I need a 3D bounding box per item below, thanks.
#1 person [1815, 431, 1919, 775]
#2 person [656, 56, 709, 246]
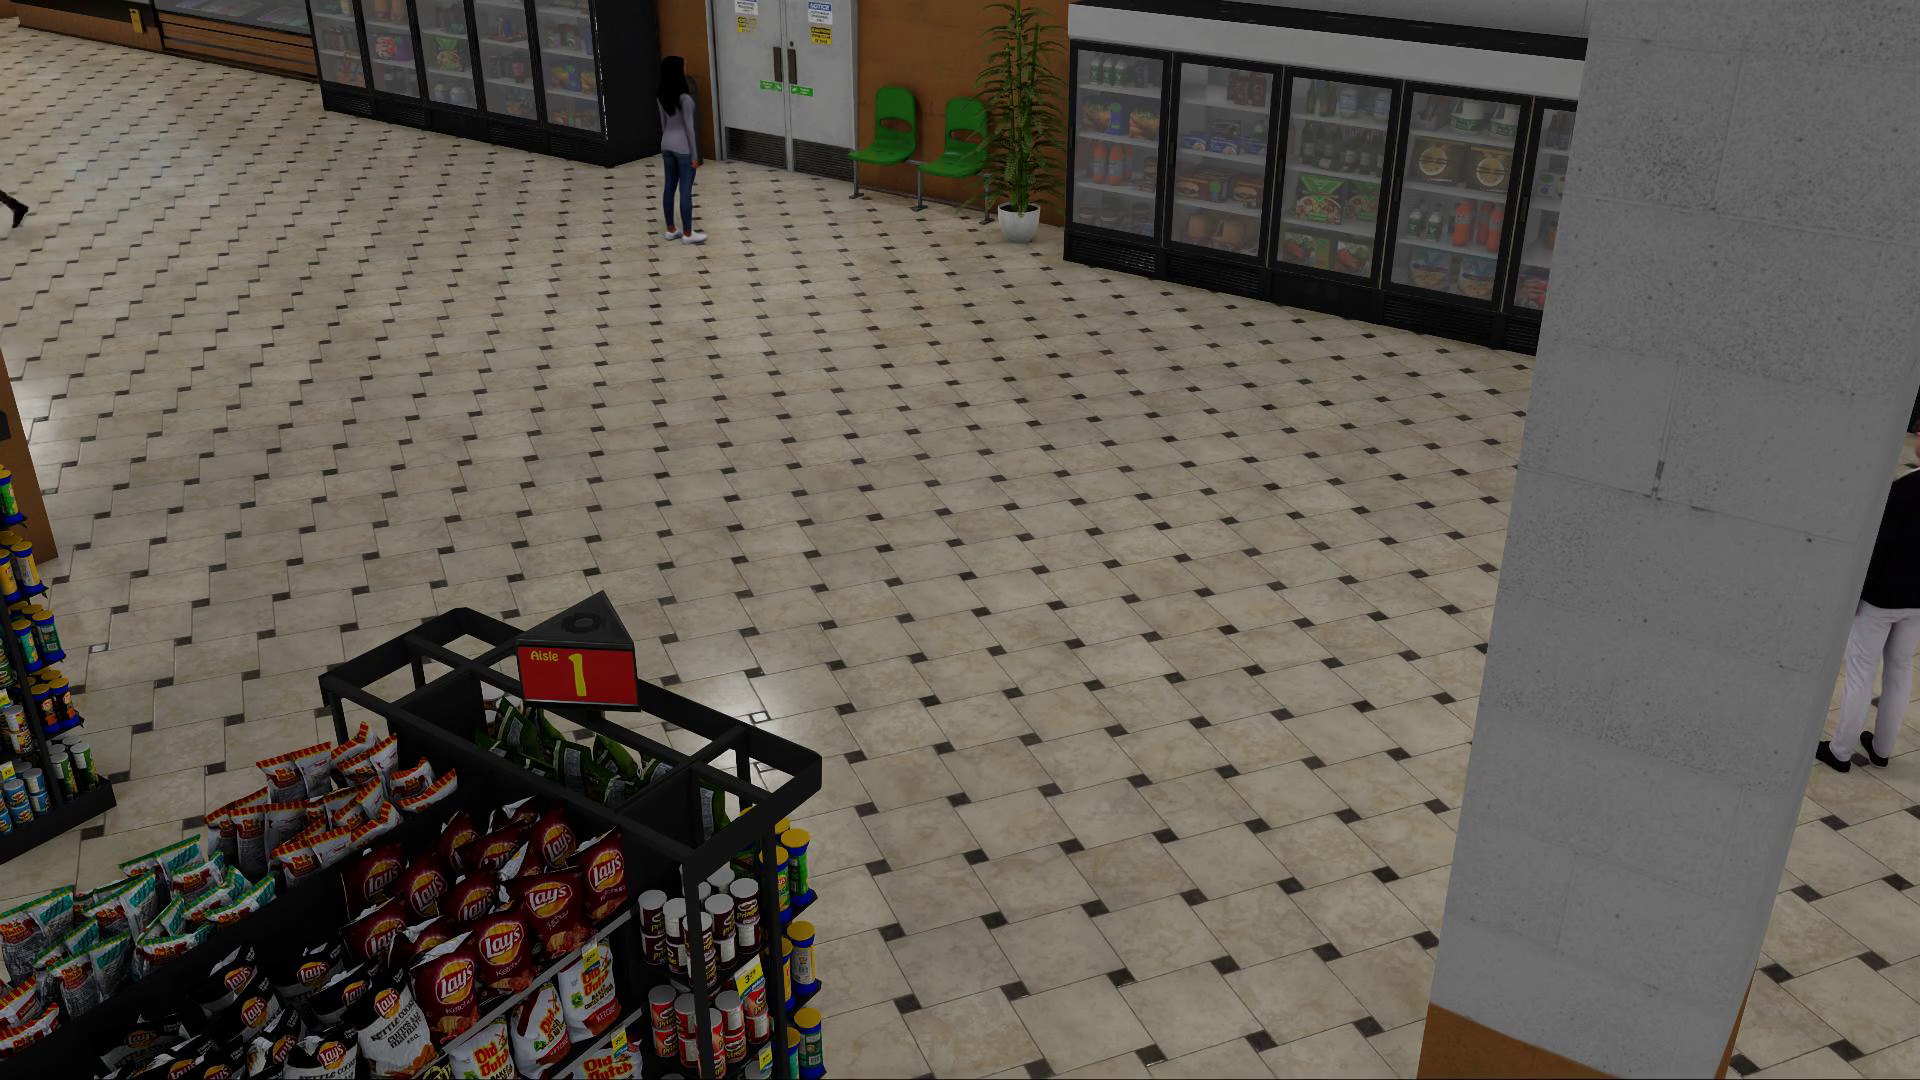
[{"bbox_3d":[4.385,0.262,7.766,0.738,1.845,0.778,-2,27,-5],"label":"person"},{"bbox_3d":[-2.658,-3.661,15.621,0.601,1.737,0.526,20,33,34],"label":"person"}]
